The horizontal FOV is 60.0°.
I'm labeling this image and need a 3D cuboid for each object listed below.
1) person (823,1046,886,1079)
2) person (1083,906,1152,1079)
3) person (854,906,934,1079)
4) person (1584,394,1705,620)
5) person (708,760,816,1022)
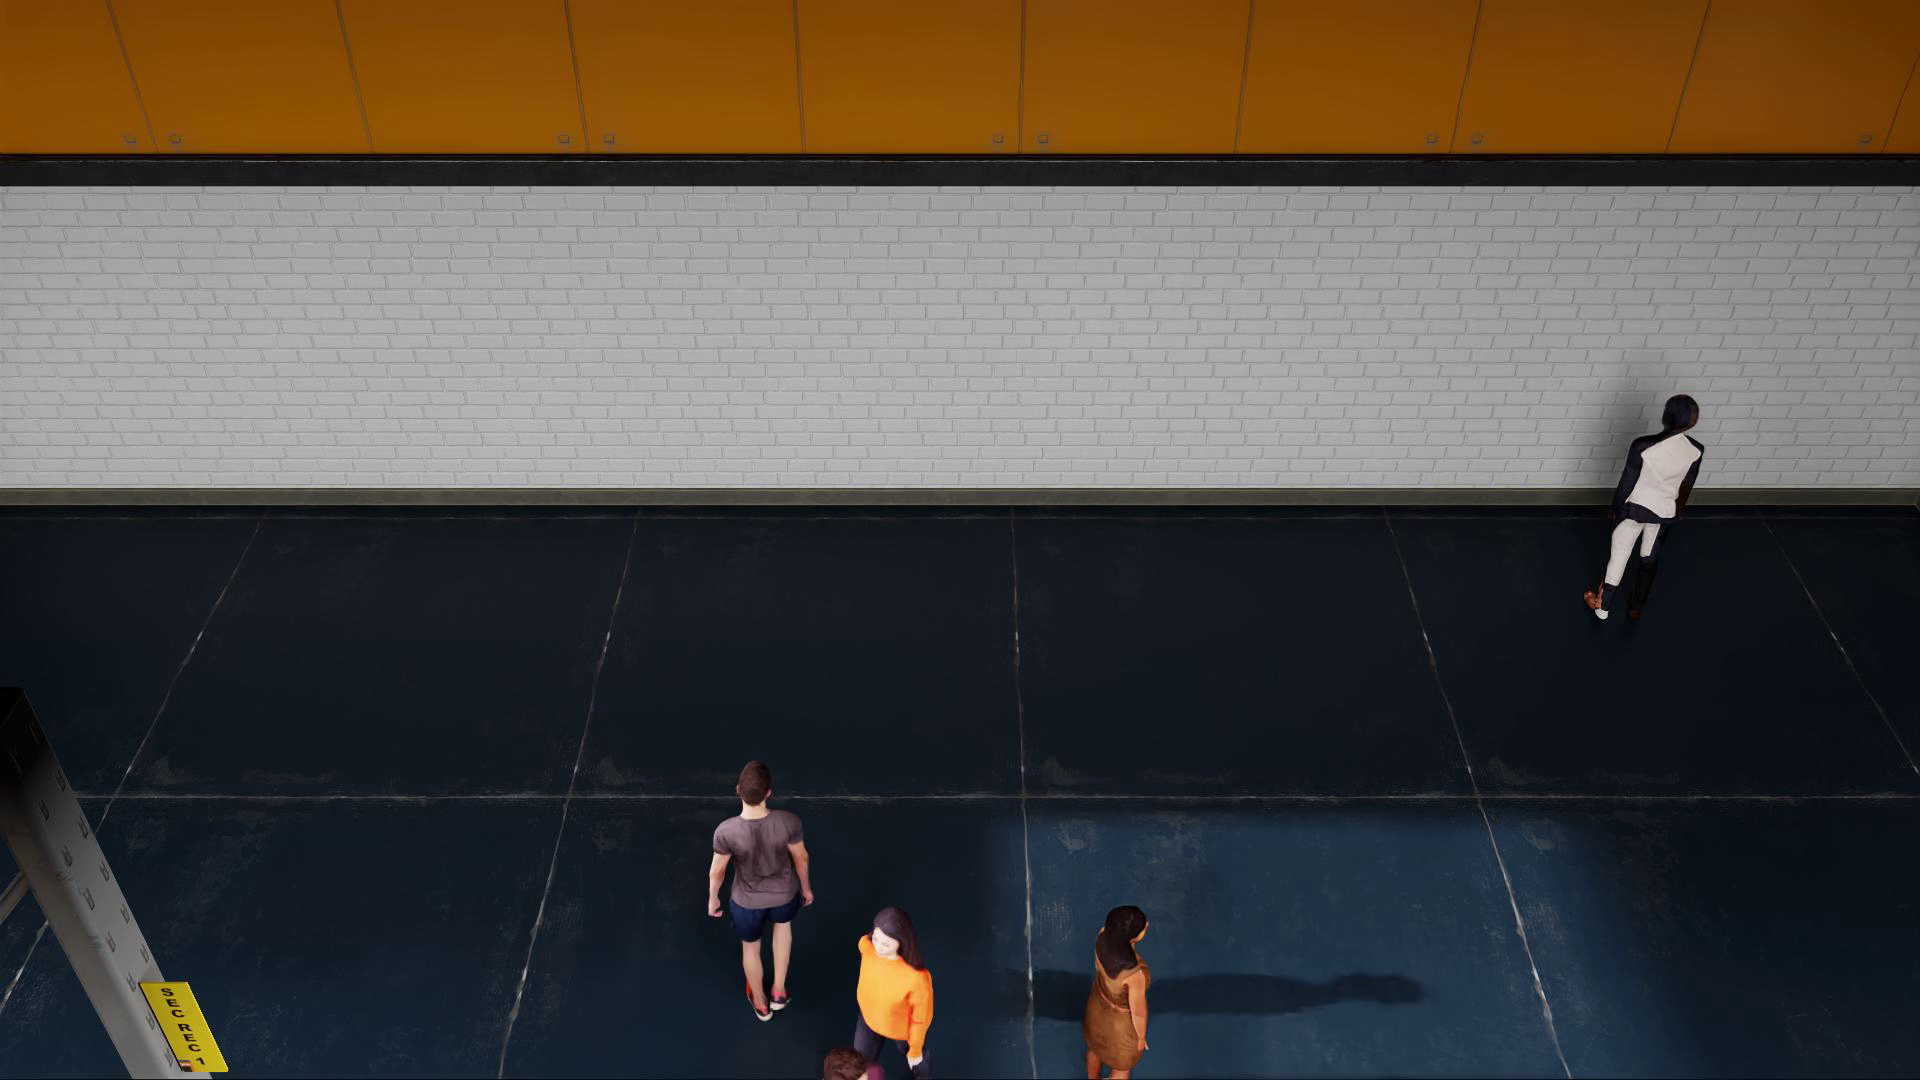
[{"bbox_3d":[-0.610,2.930,7.951,0.981,1.828,0.935,26,45,29],"label":"person"},{"bbox_3d":[0.814,2.470,8.637,0.692,1.690,0.580,-17,42,-21],"label":"person"},{"bbox_3d":[-0.281,2.434,8.650,0.865,1.730,0.941,26,46,29],"label":"person"},{"bbox_3d":[4.894,-0.221,11.841,0.681,1.897,0.587,2,39,3],"label":"person"},{"bbox_3d":[-1.049,2.000,9.106,0.835,1.839,0.811,-13,40,-16],"label":"person"}]
